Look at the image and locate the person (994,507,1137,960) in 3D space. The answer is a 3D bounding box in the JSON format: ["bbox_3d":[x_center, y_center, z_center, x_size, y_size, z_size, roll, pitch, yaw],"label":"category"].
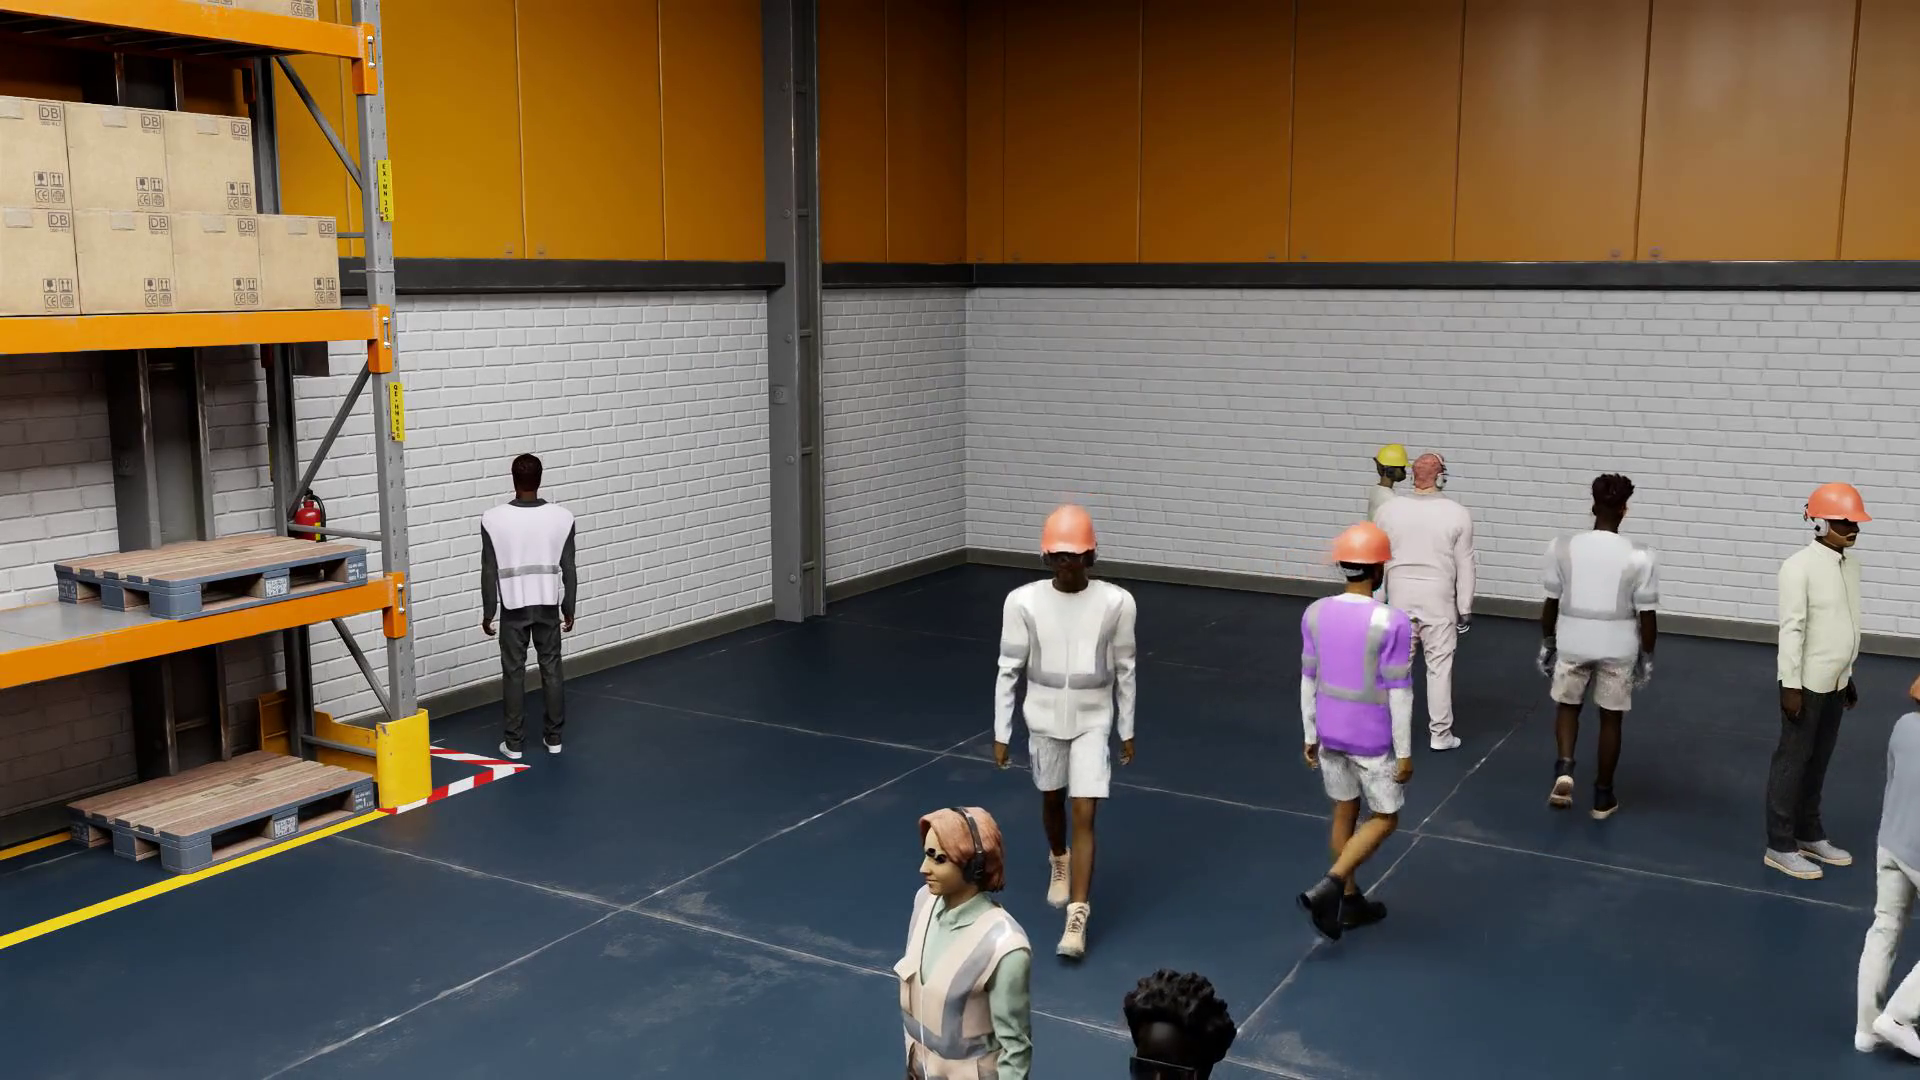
[{"bbox_3d":[0.481,0.830,7.628,0.637,1.985,1.060,1,9,9],"label":"person"}]

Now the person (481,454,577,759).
[{"bbox_3d":[-2.692,0.418,10.440,0.592,1.913,0.393,-4,10,-26],"label":"person"}]

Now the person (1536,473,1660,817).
[{"bbox_3d":[3.510,0.598,9.180,0.629,1.946,0.529,5,10,30],"label":"person"}]

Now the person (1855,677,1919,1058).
[{"bbox_3d":[3.663,1.219,6.338,0.386,1.609,0.593,0,9,-2],"label":"person"}]

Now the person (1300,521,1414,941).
[{"bbox_3d":[1.759,0.878,7.504,0.629,1.925,0.558,-8,12,-41],"label":"person"}]

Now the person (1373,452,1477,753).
[{"bbox_3d":[2.957,0.392,10.603,0.651,1.904,0.401,5,11,30],"label":"person"}]

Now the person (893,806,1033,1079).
[{"bbox_3d":[0.008,1.504,4.477,0.312,1.642,0.512,-6,11,-33],"label":"person"}]

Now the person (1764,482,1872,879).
[{"bbox_3d":[4.349,0.696,8.419,0.613,1.994,0.381,-7,11,-36],"label":"person"}]

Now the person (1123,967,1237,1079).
[{"bbox_3d":[0.403,1.663,3.306,0.534,1.700,0.318,4,10,22],"label":"person"}]

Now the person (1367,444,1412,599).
[{"bbox_3d":[3.198,0.157,12.494,0.330,1.767,0.528,0,9,0],"label":"person"}]
